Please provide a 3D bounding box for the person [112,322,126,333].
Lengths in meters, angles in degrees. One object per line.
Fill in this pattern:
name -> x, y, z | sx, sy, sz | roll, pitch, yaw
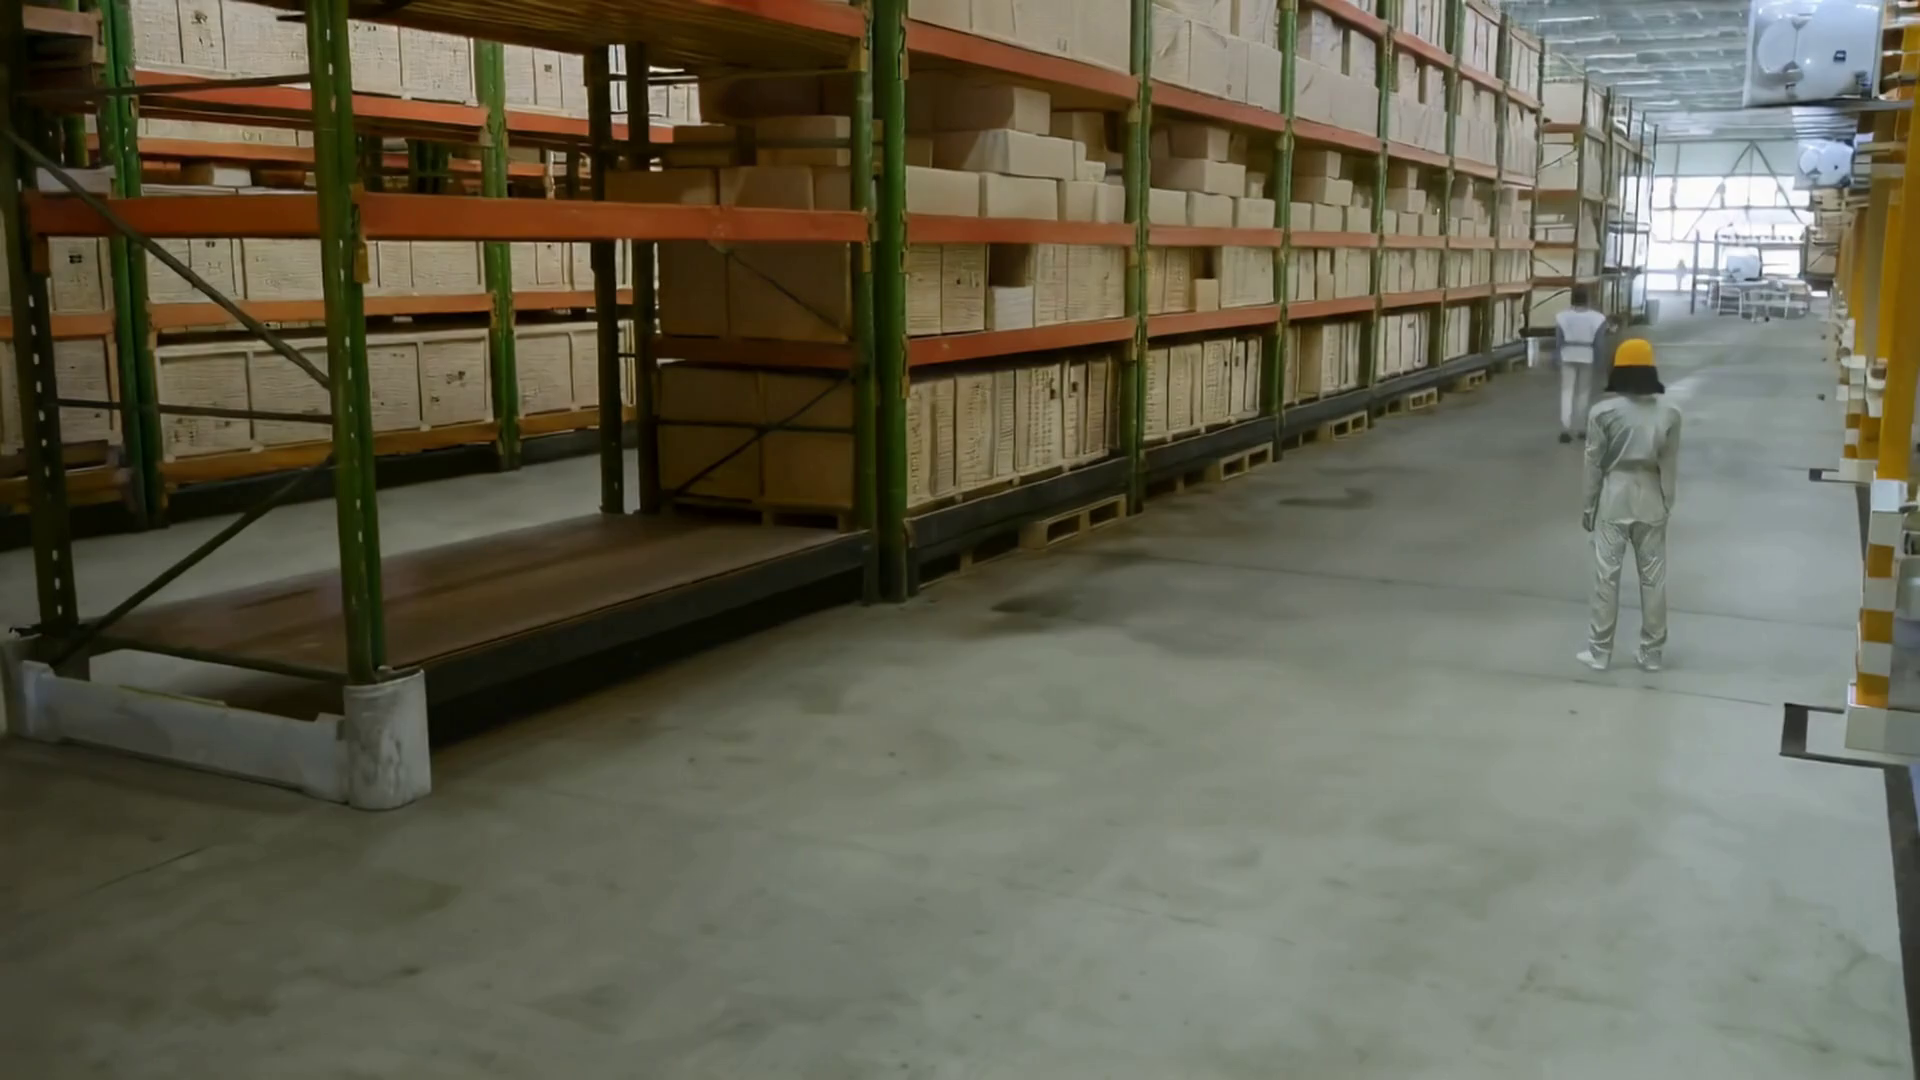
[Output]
person -> -8.236, -1.468, 16.528 | 0.546, 1.607, 0.743 | 5, 11, 27

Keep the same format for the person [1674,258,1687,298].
person -> 34.829, -12.641, 80.309 | 0.643, 1.922, 0.576 | -6, 12, -32

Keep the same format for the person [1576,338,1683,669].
person -> 3.509, -0.186, 8.746 | 0.483, 1.735, 0.341 | 0, 10, 0

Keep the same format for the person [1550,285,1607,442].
person -> 7.177, -2.051, 19.337 | 0.582, 1.810, 0.920 | 3, 10, 19
